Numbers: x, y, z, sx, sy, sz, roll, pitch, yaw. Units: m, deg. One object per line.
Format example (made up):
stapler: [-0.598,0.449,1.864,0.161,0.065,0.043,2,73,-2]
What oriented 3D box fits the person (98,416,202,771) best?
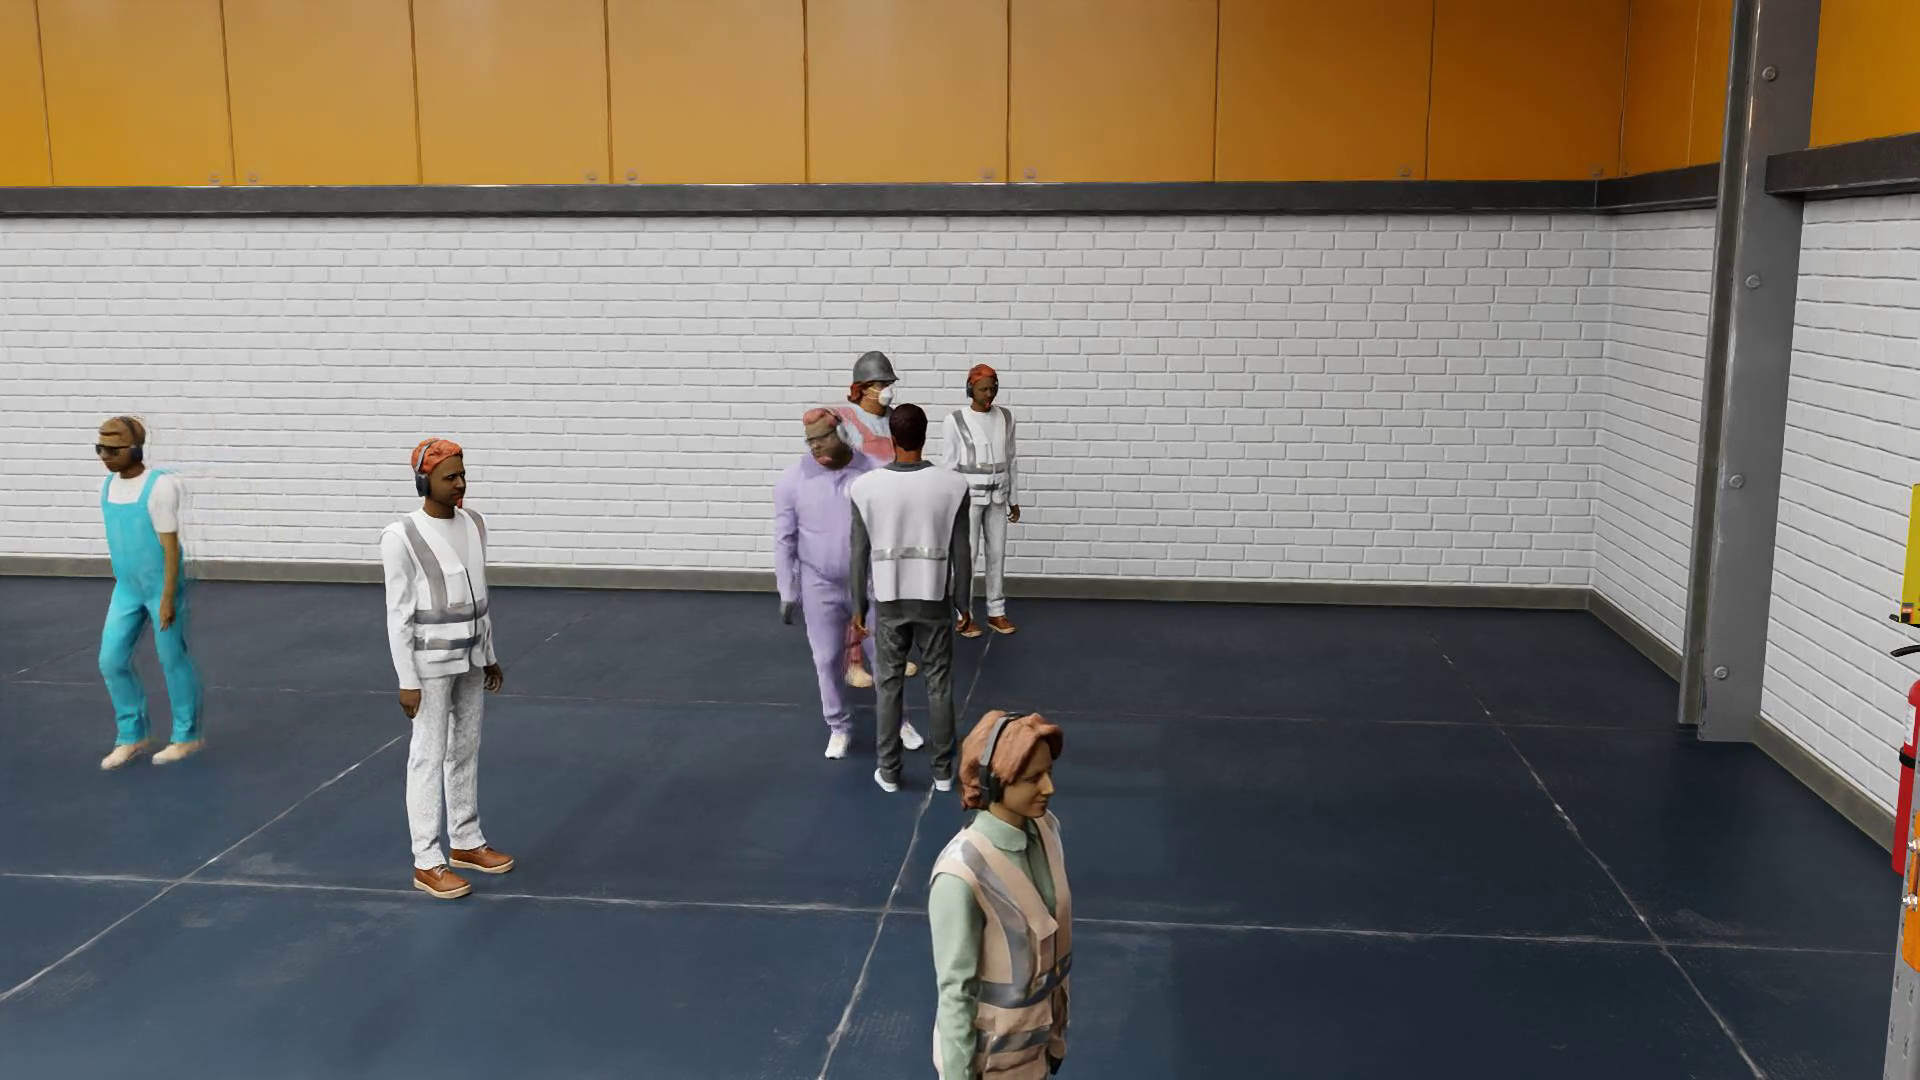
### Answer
person: [-4.168,0.282,8.448,0.511,1.823,0.616,3,10,16]

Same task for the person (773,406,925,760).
person: [-0.599,0.228,8.620,0.732,1.865,0.419,-2,10,-11]

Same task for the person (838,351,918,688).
person: [-0.495,-0.136,10.189,0.537,2.000,0.682,9,13,42]

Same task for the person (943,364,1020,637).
person: [0.149,-0.270,11.433,0.583,1.879,0.365,-6,12,-31]

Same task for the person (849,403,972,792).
person: [-0.239,0.295,8.118,0.600,1.908,0.409,0,10,0]

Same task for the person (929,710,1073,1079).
person: [0.094,1.183,3.789,0.310,1.638,0.522,5,11,26]

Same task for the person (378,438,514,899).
person: [-2.121,0.519,6.895,0.351,1.882,0.581,4,11,22]
